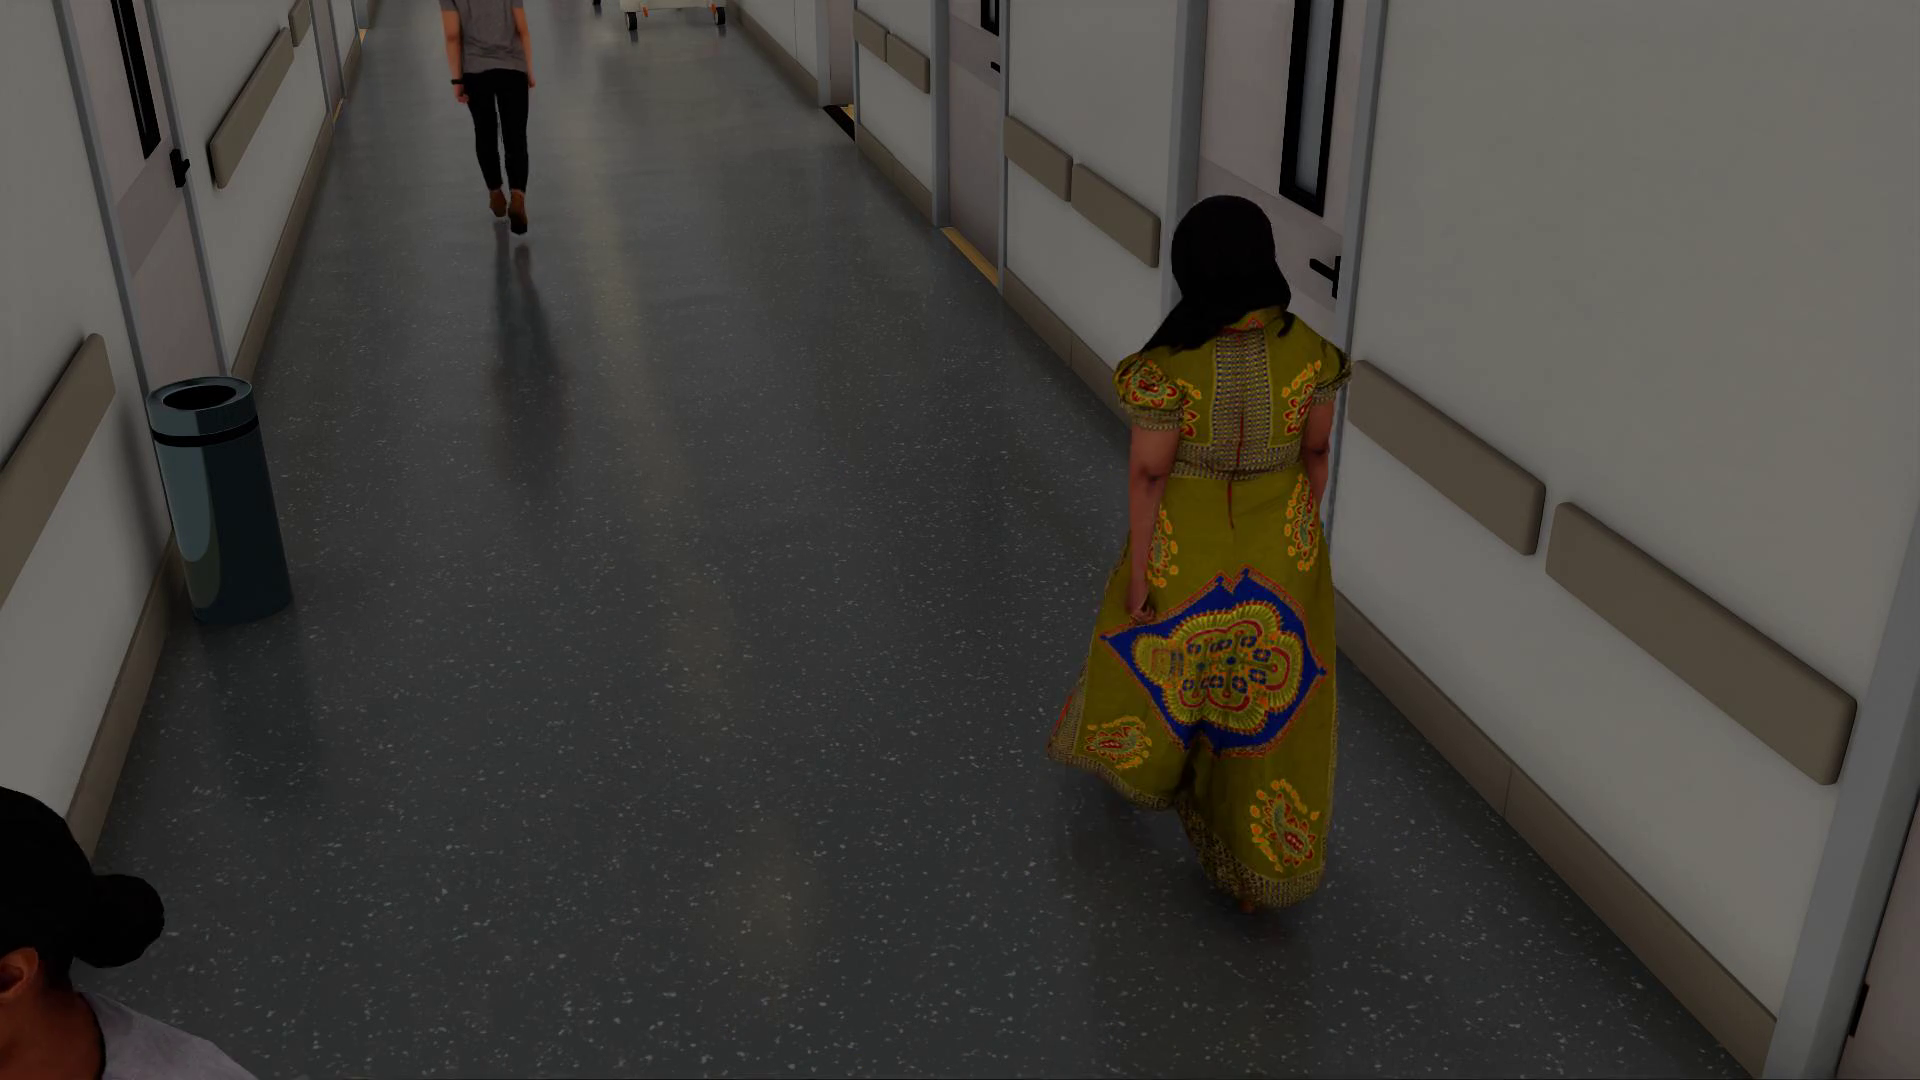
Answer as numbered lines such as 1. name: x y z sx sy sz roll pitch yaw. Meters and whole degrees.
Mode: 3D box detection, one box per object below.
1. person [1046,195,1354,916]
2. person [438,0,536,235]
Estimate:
1. person: 0.596 0.101 3.658 1.013 1.625 0.872 -4 26 -7
2. person: -2.519 -2.505 8.984 1.036 1.693 0.704 -5 26 -10
